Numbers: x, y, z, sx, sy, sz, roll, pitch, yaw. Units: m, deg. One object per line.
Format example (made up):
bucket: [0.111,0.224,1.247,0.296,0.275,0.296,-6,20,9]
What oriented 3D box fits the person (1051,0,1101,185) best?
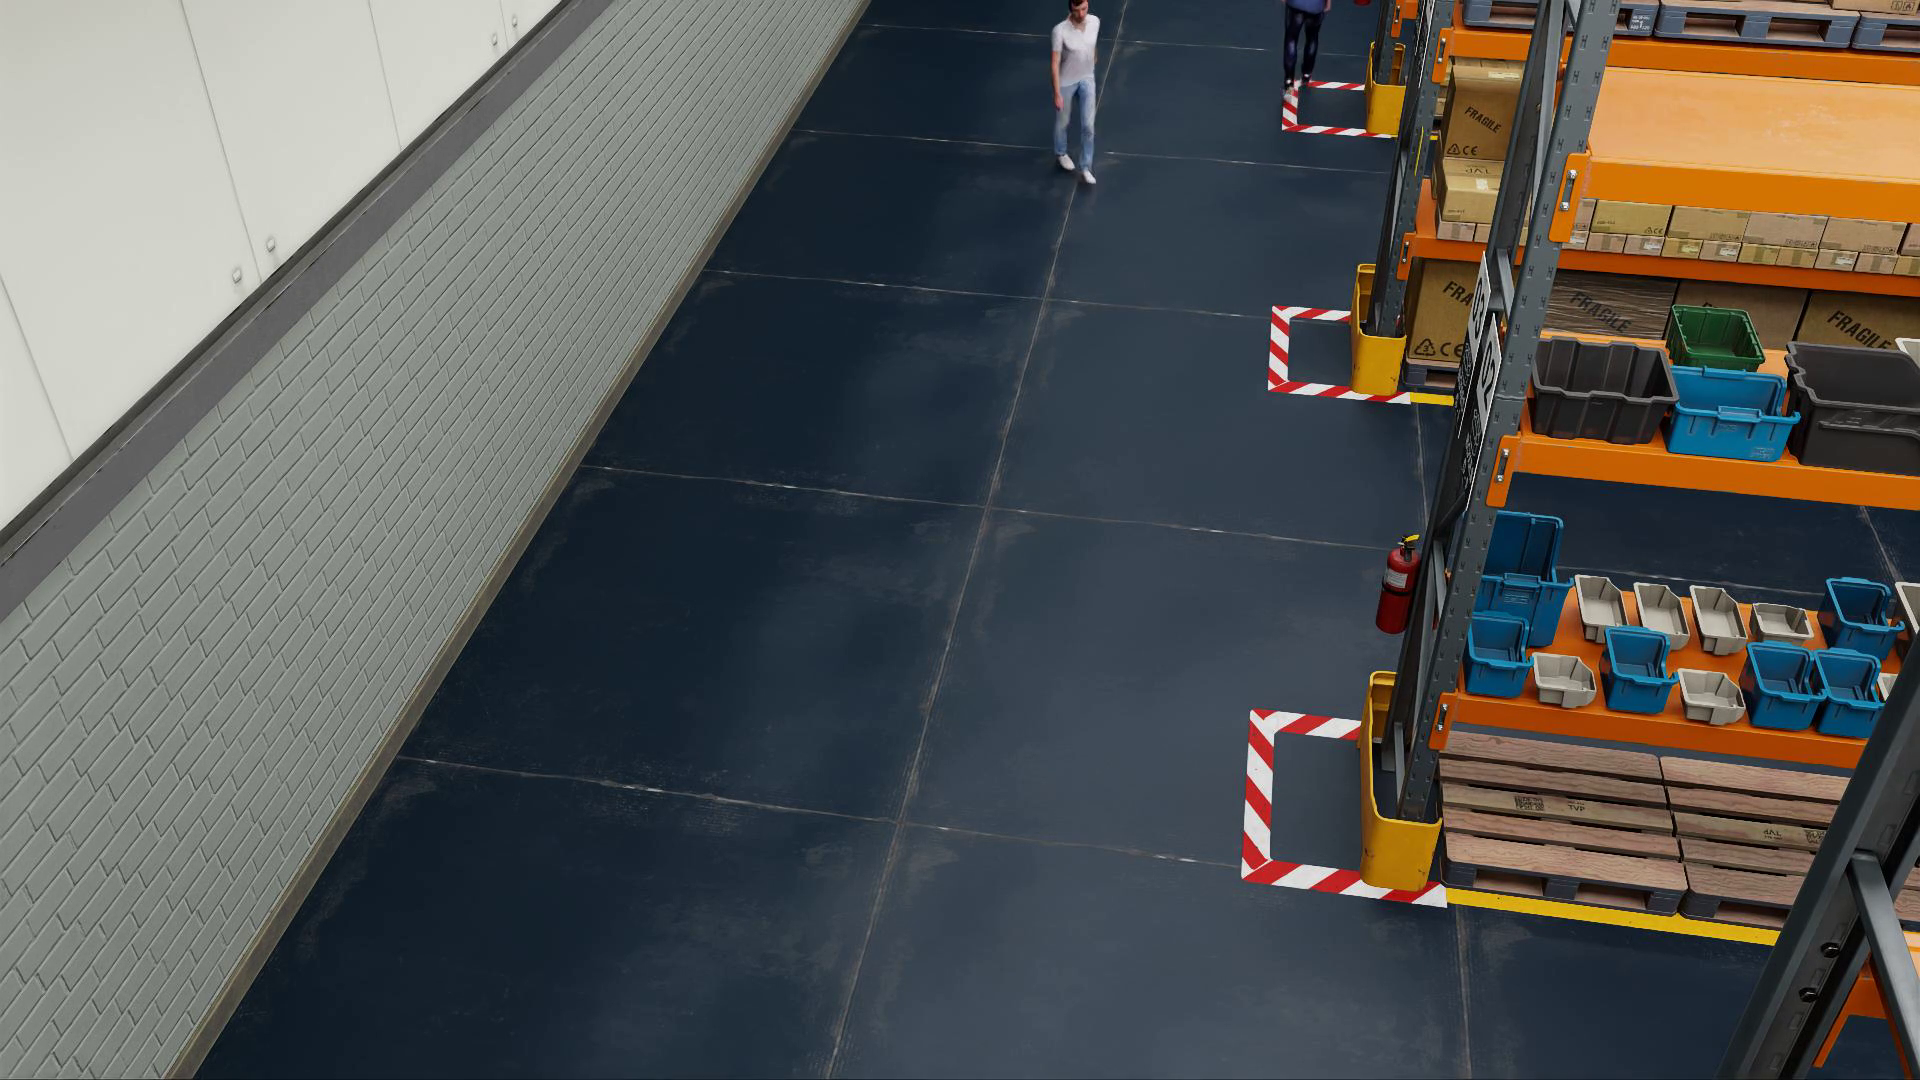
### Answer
person: [1.038,-4.215,15.302,1.041,1.793,1.035,-18,41,-22]

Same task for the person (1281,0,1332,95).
person: [3.488,-5.404,16.851,0.981,1.810,0.775,7,38,9]
